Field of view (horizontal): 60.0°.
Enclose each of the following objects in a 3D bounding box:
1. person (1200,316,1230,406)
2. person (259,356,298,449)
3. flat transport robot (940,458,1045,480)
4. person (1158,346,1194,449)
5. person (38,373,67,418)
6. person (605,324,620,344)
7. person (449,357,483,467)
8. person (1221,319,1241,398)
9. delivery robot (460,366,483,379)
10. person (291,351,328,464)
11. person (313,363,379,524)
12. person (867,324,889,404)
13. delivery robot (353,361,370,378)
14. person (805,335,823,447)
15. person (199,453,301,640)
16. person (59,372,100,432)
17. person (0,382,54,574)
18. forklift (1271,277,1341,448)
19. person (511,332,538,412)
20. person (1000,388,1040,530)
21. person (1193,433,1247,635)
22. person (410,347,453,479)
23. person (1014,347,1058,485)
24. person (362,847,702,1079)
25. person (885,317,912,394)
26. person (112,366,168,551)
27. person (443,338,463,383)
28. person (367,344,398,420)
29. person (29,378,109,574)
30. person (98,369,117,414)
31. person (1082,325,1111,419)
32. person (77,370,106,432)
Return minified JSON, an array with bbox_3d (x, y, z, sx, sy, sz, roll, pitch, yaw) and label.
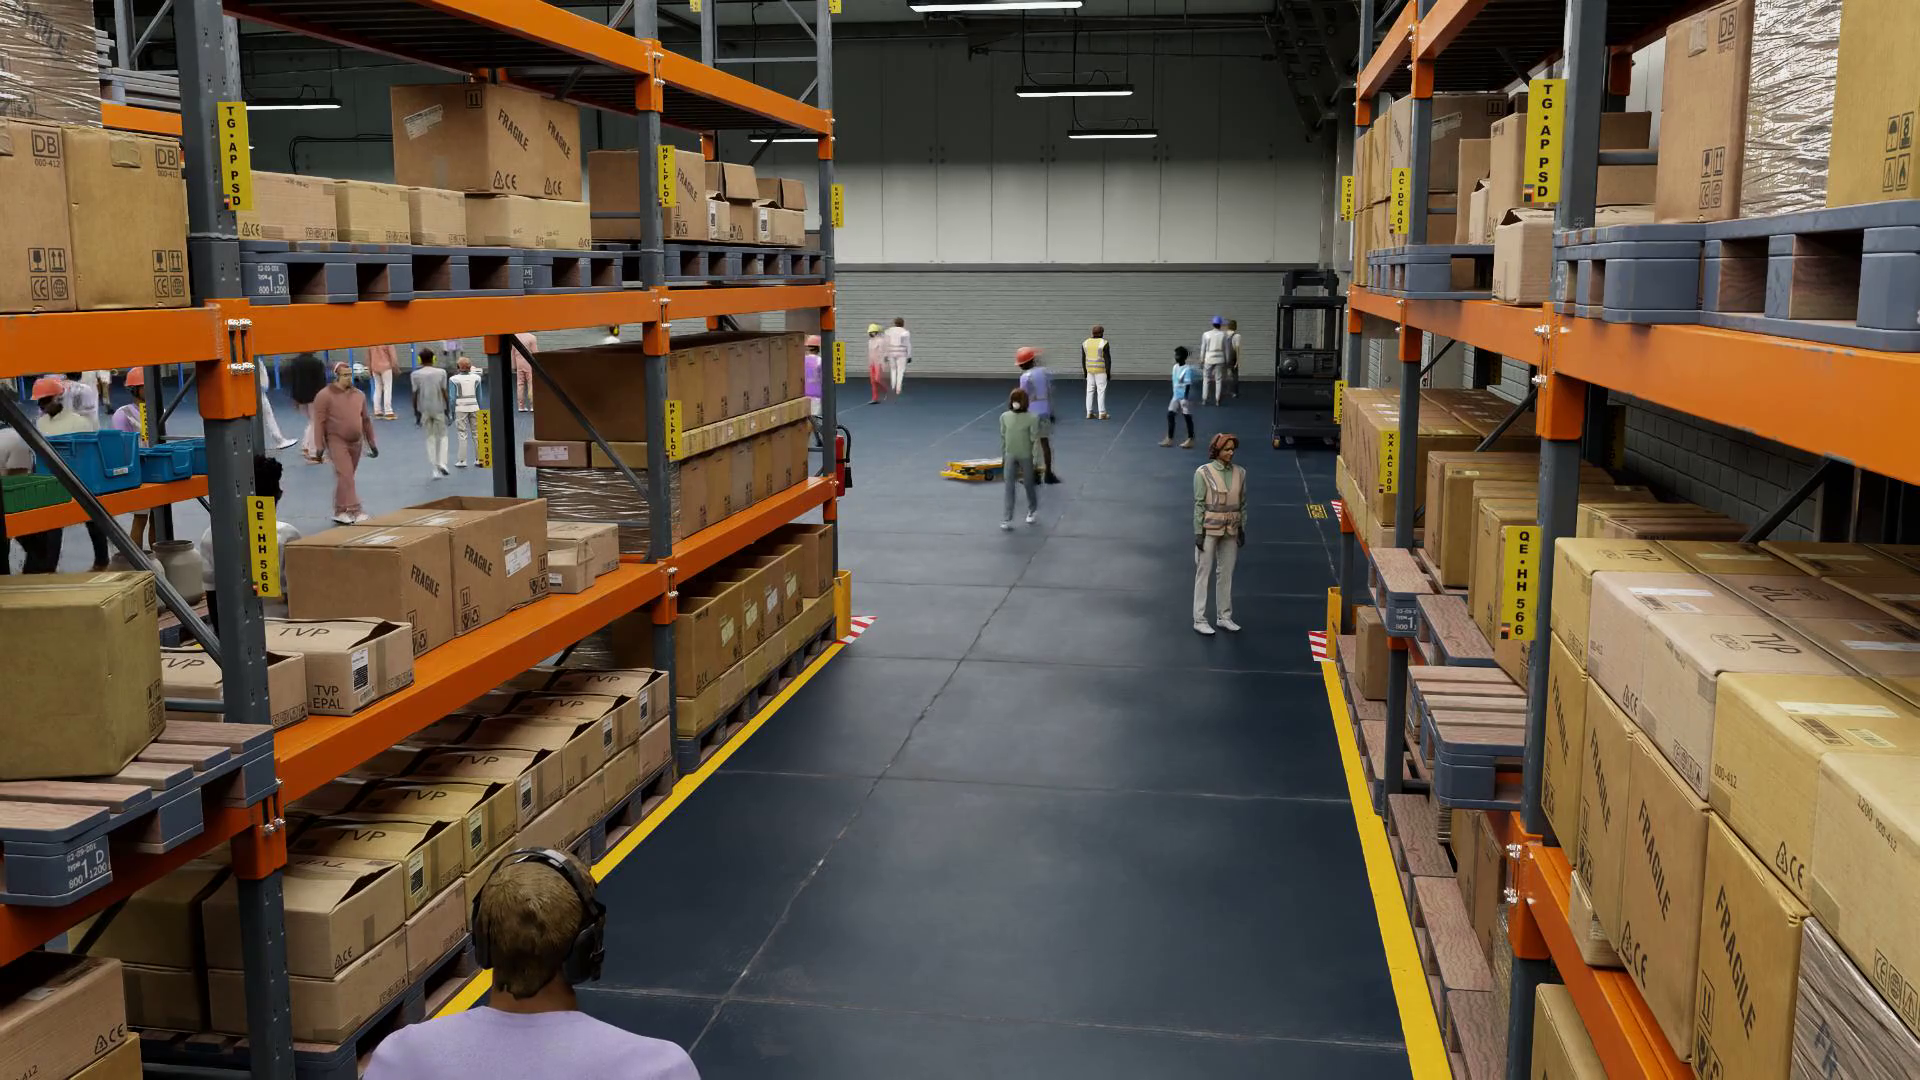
[{"bbox_3d":[5.549,-3.896,36.169,0.645,1.938,0.438,0,9,3],"label":"person"},{"bbox_3d":[-11.331,-2.370,26.965,0.976,1.858,0.666,-7,12,-38],"label":"person"},{"bbox_3d":[0.473,-1.029,23.736,1.431,0.197,0.652,-7,12,-37],"label":"flat transport robot"},{"bbox_3d":[3.554,-2.328,27.270,0.710,1.667,0.557,-4,10,-26],"label":"person"},{"bbox_3d":[-17.558,-3.207,32.157,0.778,1.865,0.474,7,11,35],"label":"person"},{"bbox_3d":[-7.262,-3.613,34.698,0.694,1.853,0.517,-8,12,-42],"label":"person"},{"bbox_3d":[-7.365,-1.909,24.825,0.513,1.641,0.307,-8,12,-40],"label":"person"},{"bbox_3d":[6.197,-4.165,38.253,0.533,1.811,0.934,5,11,30],"label":"person"},{"bbox_3d":[-12.688,-4.339,42.990,0.707,0.478,0.477,6,11,31],"label":"delivery robot"},{"bbox_3d":[-9.838,-2.154,25.298,0.647,1.972,0.460,5,10,27],"label":"person"},{"bbox_3d":[-6.937,-1.081,18.997,0.933,1.864,0.679,6,11,31],"label":"person"},{"bbox_3d":[-1.836,-3.863,36.513,0.424,1.750,0.552,-8,12,-41],"label":"person"},{"bbox_3d":[-15.873,-4.459,43.731,0.707,0.478,0.477,5,10,27],"label":"delivery robot"},{"bbox_3d":[-2.379,-2.348,26.748,0.557,1.903,0.943,4,10,26],"label":"person"},{"bbox_3d":[-3.701,0.521,8.852,0.600,1.960,0.374,2,9,14],"label":"person"},{"bbox_3d":[-10.979,-1.352,20.634,0.562,1.892,0.998,3,10,16],"label":"person"},{"bbox_3d":[-7.805,-0.272,13.627,0.689,2.000,0.542,3,10,16],"label":"person"},{"bbox_3d":[5.847,-3.016,27.970,1.129,2.768,1.873,1,9,9],"label":"forklift"},{"bbox_3d":[-8.967,-3.599,34.450,0.638,1.903,0.408,4,10,21],"label":"person"},{"bbox_3d":[0.700,-0.958,19.096,0.511,1.594,0.853,4,10,23],"label":"person"},{"bbox_3d":[2.089,-0.054,13.421,0.508,1.629,0.314,-5,10,-26],"label":"person"},{"bbox_3d":[-7.428,-1.786,23.428,0.550,1.845,0.414,-2,9,-12],"label":"person"},{"bbox_3d":[1.072,-1.715,22.916,0.381,1.892,0.723,9,13,44],"label":"person"},{"bbox_3d":[-0.725,1.483,2.983,0.635,1.939,0.366,1,9,6],"label":"person"},{"bbox_3d":[-1.434,-4.381,39.491,0.662,1.825,0.543,3,10,20],"label":"person"},{"bbox_3d":[-7.538,-0.594,15.461,0.364,2.048,0.608,2,9,13],"label":"person"},{"bbox_3d":[-12.988,-4.926,42.587,0.620,1.914,0.601,8,12,41],"label":"person"},{"bbox_3d":[-11.371,-3.369,32.741,0.616,1.993,0.387,3,10,19],"label":"person"},{"bbox_3d":[-8.367,-0.545,15.537,0.598,1.926,1.049,2,9,10],"label":"person"},{"bbox_3d":[-17.669,-3.549,34.134,0.878,1.913,0.552,3,10,20],"label":"person"},{"bbox_3d":[2.724,-3.323,32.924,0.636,1.841,0.429,7,11,37],"label":"person"},{"bbox_3d":[-13.744,-2.215,26.166,0.521,1.821,0.942,-5,10,-27],"label":"person"}]
